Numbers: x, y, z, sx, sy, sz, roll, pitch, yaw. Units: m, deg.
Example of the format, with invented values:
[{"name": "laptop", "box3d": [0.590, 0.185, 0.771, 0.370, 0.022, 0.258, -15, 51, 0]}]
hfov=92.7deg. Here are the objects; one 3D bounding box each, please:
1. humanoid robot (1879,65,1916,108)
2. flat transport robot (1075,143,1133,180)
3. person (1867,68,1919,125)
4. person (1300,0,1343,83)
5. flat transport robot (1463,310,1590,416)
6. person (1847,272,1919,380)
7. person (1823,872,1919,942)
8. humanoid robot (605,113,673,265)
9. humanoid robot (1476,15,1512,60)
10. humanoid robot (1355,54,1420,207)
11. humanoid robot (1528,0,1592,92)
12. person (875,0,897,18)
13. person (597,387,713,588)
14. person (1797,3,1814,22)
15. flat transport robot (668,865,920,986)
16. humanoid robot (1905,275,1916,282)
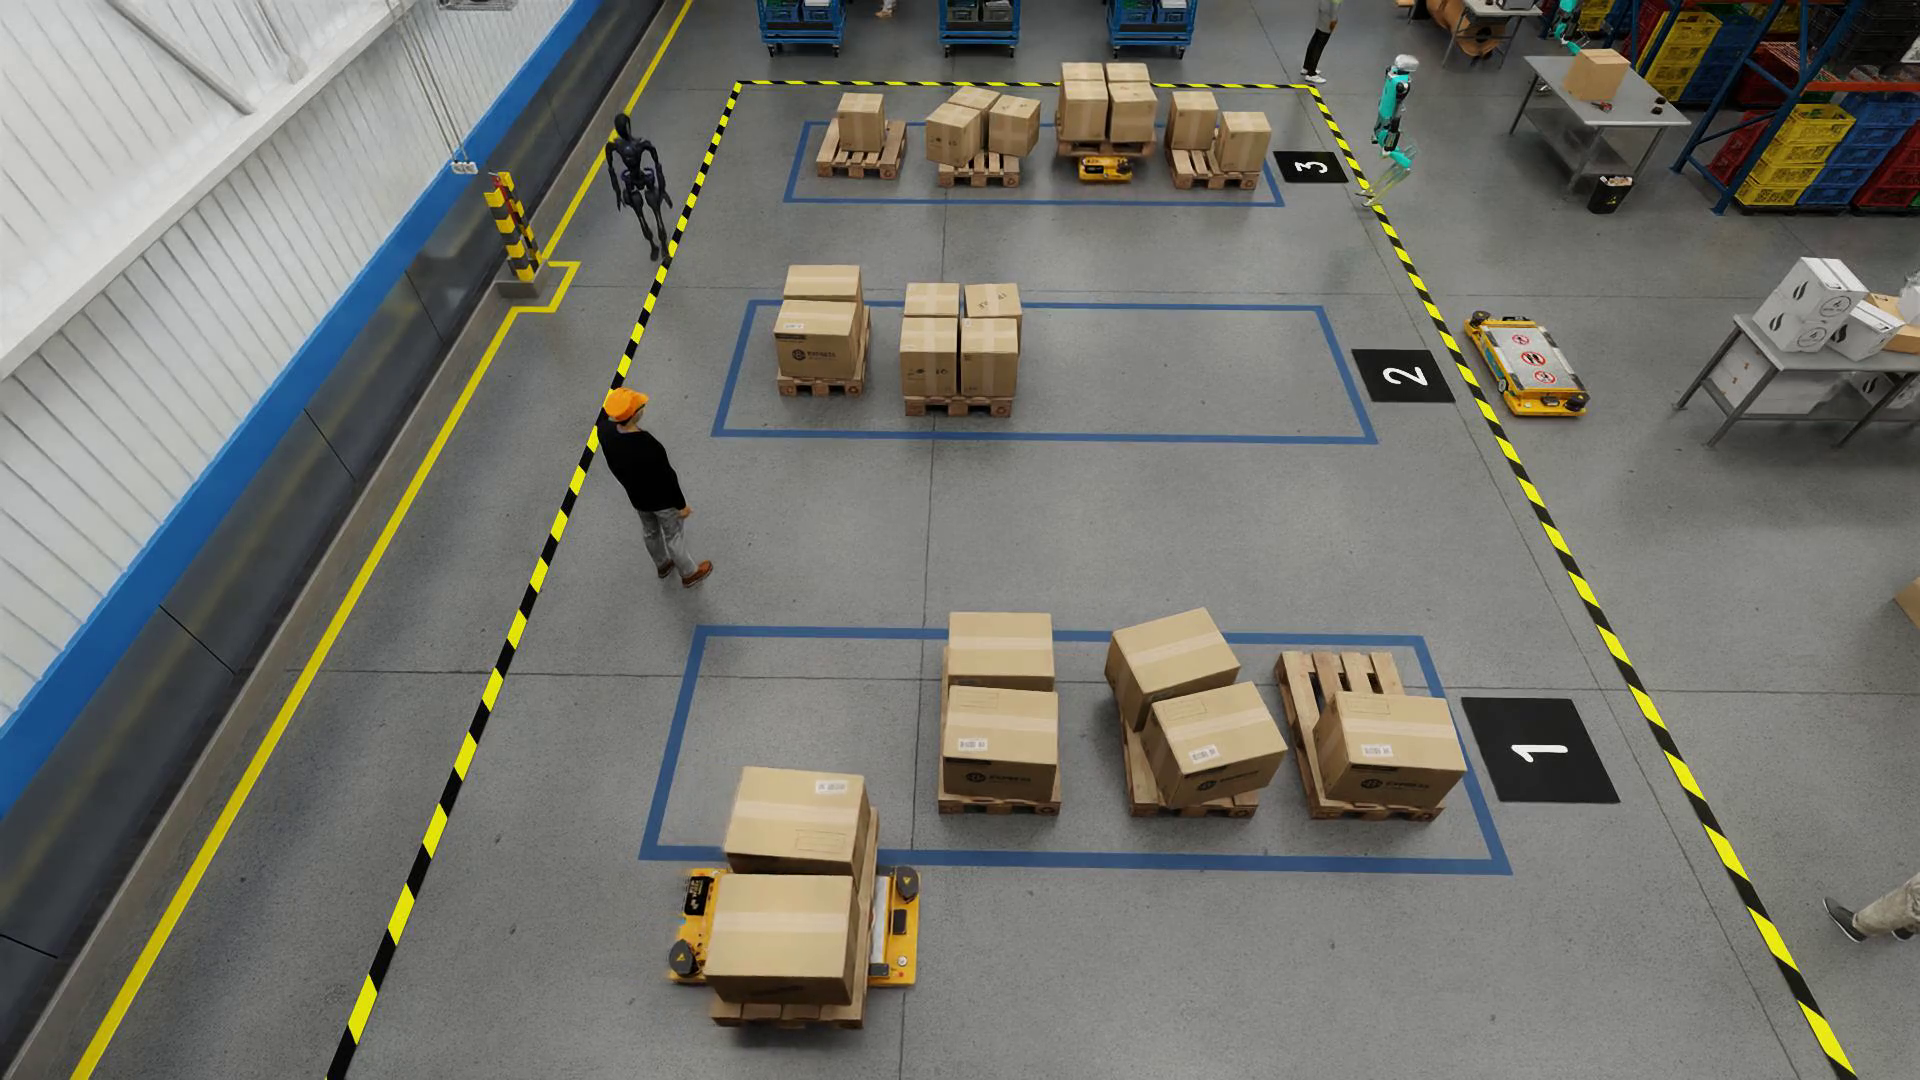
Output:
[{"name": "humanoid robot", "box3d": [13.168, -6.806, 12.431, 0.545, 1.758, 0.756, -1, 49, -1]}, {"name": "flat transport robot", "box3d": [1.849, -5.142, 11.966, 0.652, 0.197, 1.431, 1, 49, 1]}, {"name": "person", "box3d": [12.489, -5.985, 11.588, 1.089, 1.974, 0.608, 7, 49, 6]}, {"name": "person", "box3d": [5.271, -7.495, 12.974, 0.394, 1.849, 0.596, 2, 49, 1]}, {"name": "flat transport robot", "box3d": [5.573, -1.757, 9.054, 0.659, 0.231, 1.431, 1, 49, 1]}, {"name": "person", "box3d": [8.541, -2.067, 8.228, 0.648, 1.919, 0.474, -16, 51, -14]}, {"name": "person", "box3d": [5.592, 1.804, 4.978, 0.569, 1.769, 0.397, 1, 49, 1]}, {"name": "humanoid robot", "box3d": [-3.429, -3.751, 9.849, 0.603, 1.639, 0.455, -7, 49, -6]}, {"name": "humanoid robot", "box3d": [8.060, -7.962, 13.491, 0.602, 1.641, 0.433, 23, 53, 19]}, {"name": "humanoid robot", "box3d": [5.056, -4.665, 10.513, 0.735, 1.673, 0.533, 1, 49, 1]}, {"name": "humanoid robot", "box3d": [8.468, -7.062, 12.586, 0.735, 1.677, 0.533, 1, 49, 1]}, {"name": "person", "box3d": [-1.215, -9.371, 14.603, 0.429, 1.846, 0.624, 10, 50, 9]}, {"name": "person", "box3d": [-2.259, -0.361, 6.778, 0.590, 1.881, 0.380, 22, 53, 18]}, {"name": "person", "box3d": [12.218, -7.837, 13.230, 0.393, 1.922, 0.709, 31, 56, 24]}, {"name": "flat transport robot", "box3d": [-0.970, 2.303, 5.521, 1.431, 0.197, 0.652, 1, 49, 1]}, {"name": "humanoid robot", "box3d": [10.515, -3.263, 9.392, 0.611, 1.786, 0.826, -30, 56, -24]}]
